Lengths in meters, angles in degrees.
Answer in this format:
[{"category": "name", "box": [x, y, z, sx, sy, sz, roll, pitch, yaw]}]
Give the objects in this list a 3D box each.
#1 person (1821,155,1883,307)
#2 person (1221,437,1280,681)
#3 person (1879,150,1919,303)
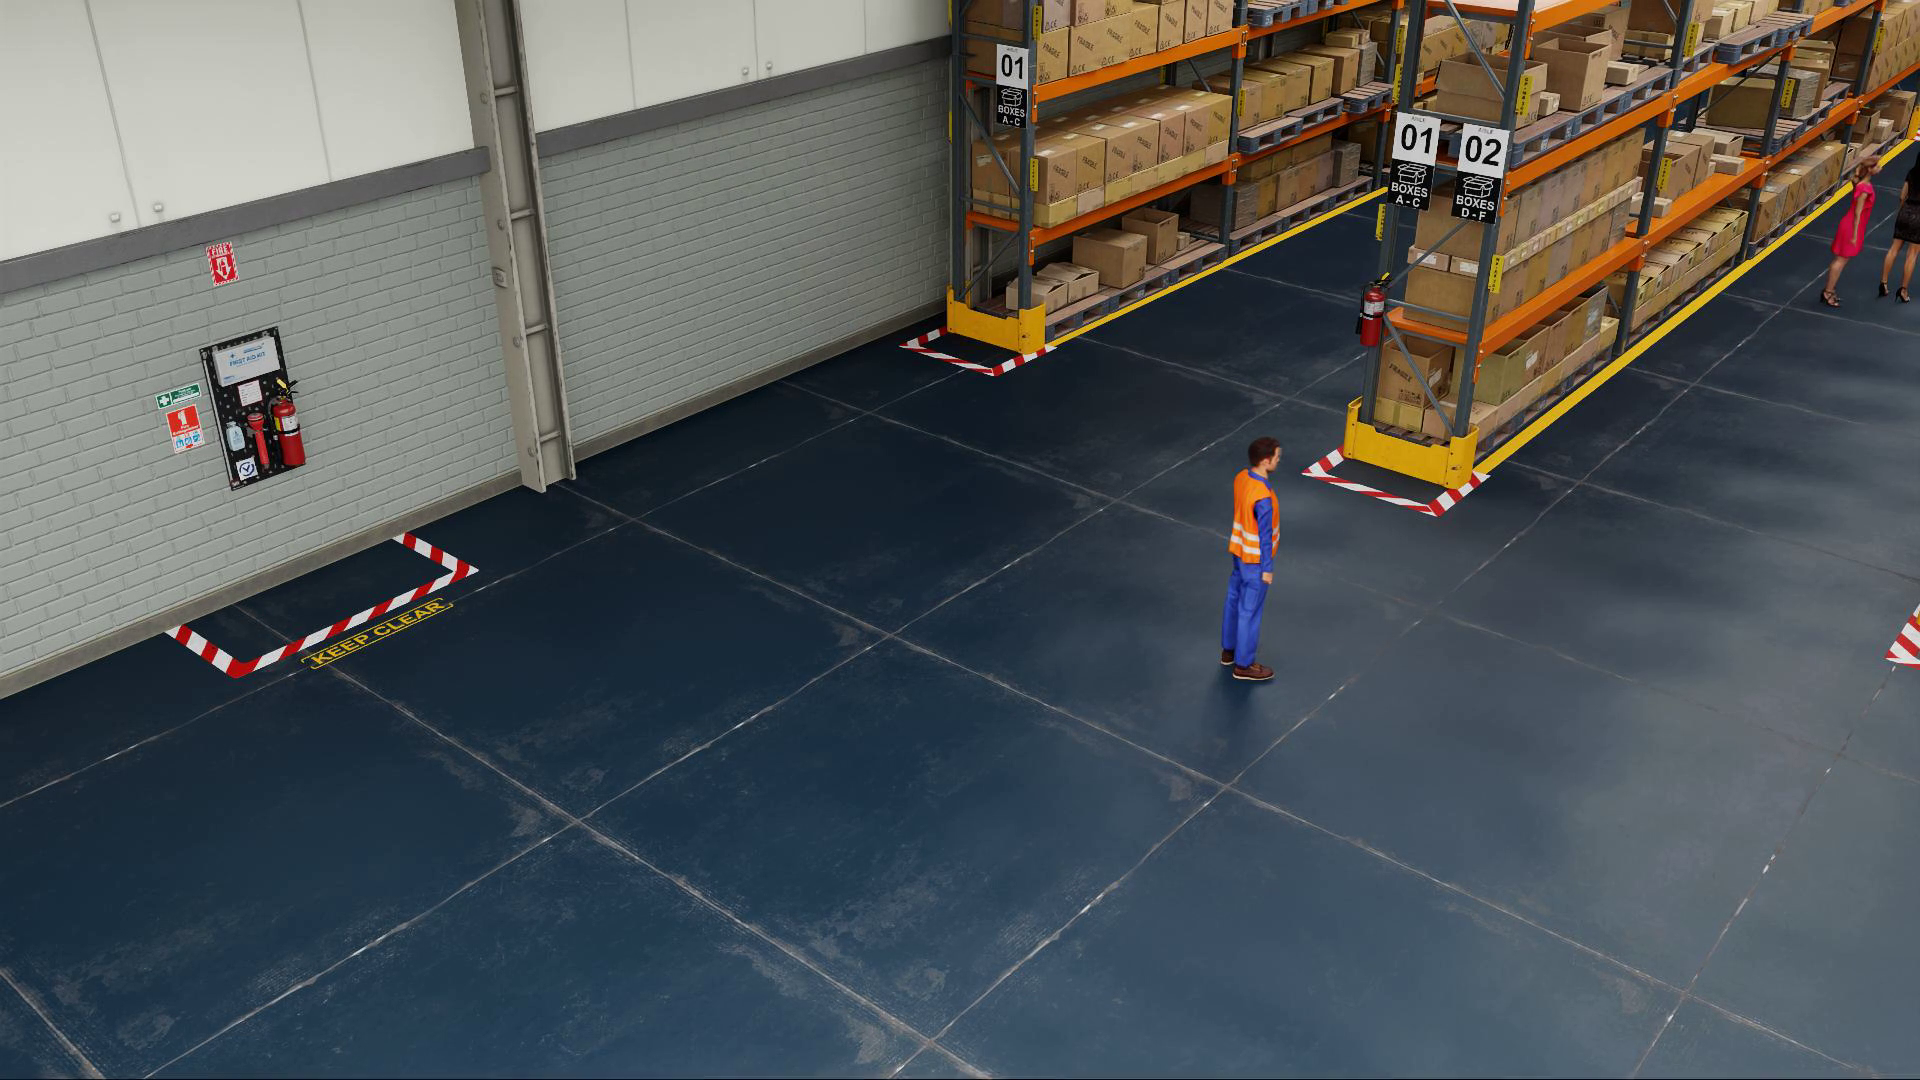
[{"category": "person", "box": [10.089, -3.520, 18.852, 0.692, 1.720, 0.561, 12, 30, 21]}, {"category": "person", "box": [2.083, 0.118, 11.869, 0.811, 1.862, 0.782, -6, 29, -12]}, {"category": "person", "box": [10.845, -3.612, 18.948, 0.613, 1.792, 0.654, -14, 31, -25]}]
